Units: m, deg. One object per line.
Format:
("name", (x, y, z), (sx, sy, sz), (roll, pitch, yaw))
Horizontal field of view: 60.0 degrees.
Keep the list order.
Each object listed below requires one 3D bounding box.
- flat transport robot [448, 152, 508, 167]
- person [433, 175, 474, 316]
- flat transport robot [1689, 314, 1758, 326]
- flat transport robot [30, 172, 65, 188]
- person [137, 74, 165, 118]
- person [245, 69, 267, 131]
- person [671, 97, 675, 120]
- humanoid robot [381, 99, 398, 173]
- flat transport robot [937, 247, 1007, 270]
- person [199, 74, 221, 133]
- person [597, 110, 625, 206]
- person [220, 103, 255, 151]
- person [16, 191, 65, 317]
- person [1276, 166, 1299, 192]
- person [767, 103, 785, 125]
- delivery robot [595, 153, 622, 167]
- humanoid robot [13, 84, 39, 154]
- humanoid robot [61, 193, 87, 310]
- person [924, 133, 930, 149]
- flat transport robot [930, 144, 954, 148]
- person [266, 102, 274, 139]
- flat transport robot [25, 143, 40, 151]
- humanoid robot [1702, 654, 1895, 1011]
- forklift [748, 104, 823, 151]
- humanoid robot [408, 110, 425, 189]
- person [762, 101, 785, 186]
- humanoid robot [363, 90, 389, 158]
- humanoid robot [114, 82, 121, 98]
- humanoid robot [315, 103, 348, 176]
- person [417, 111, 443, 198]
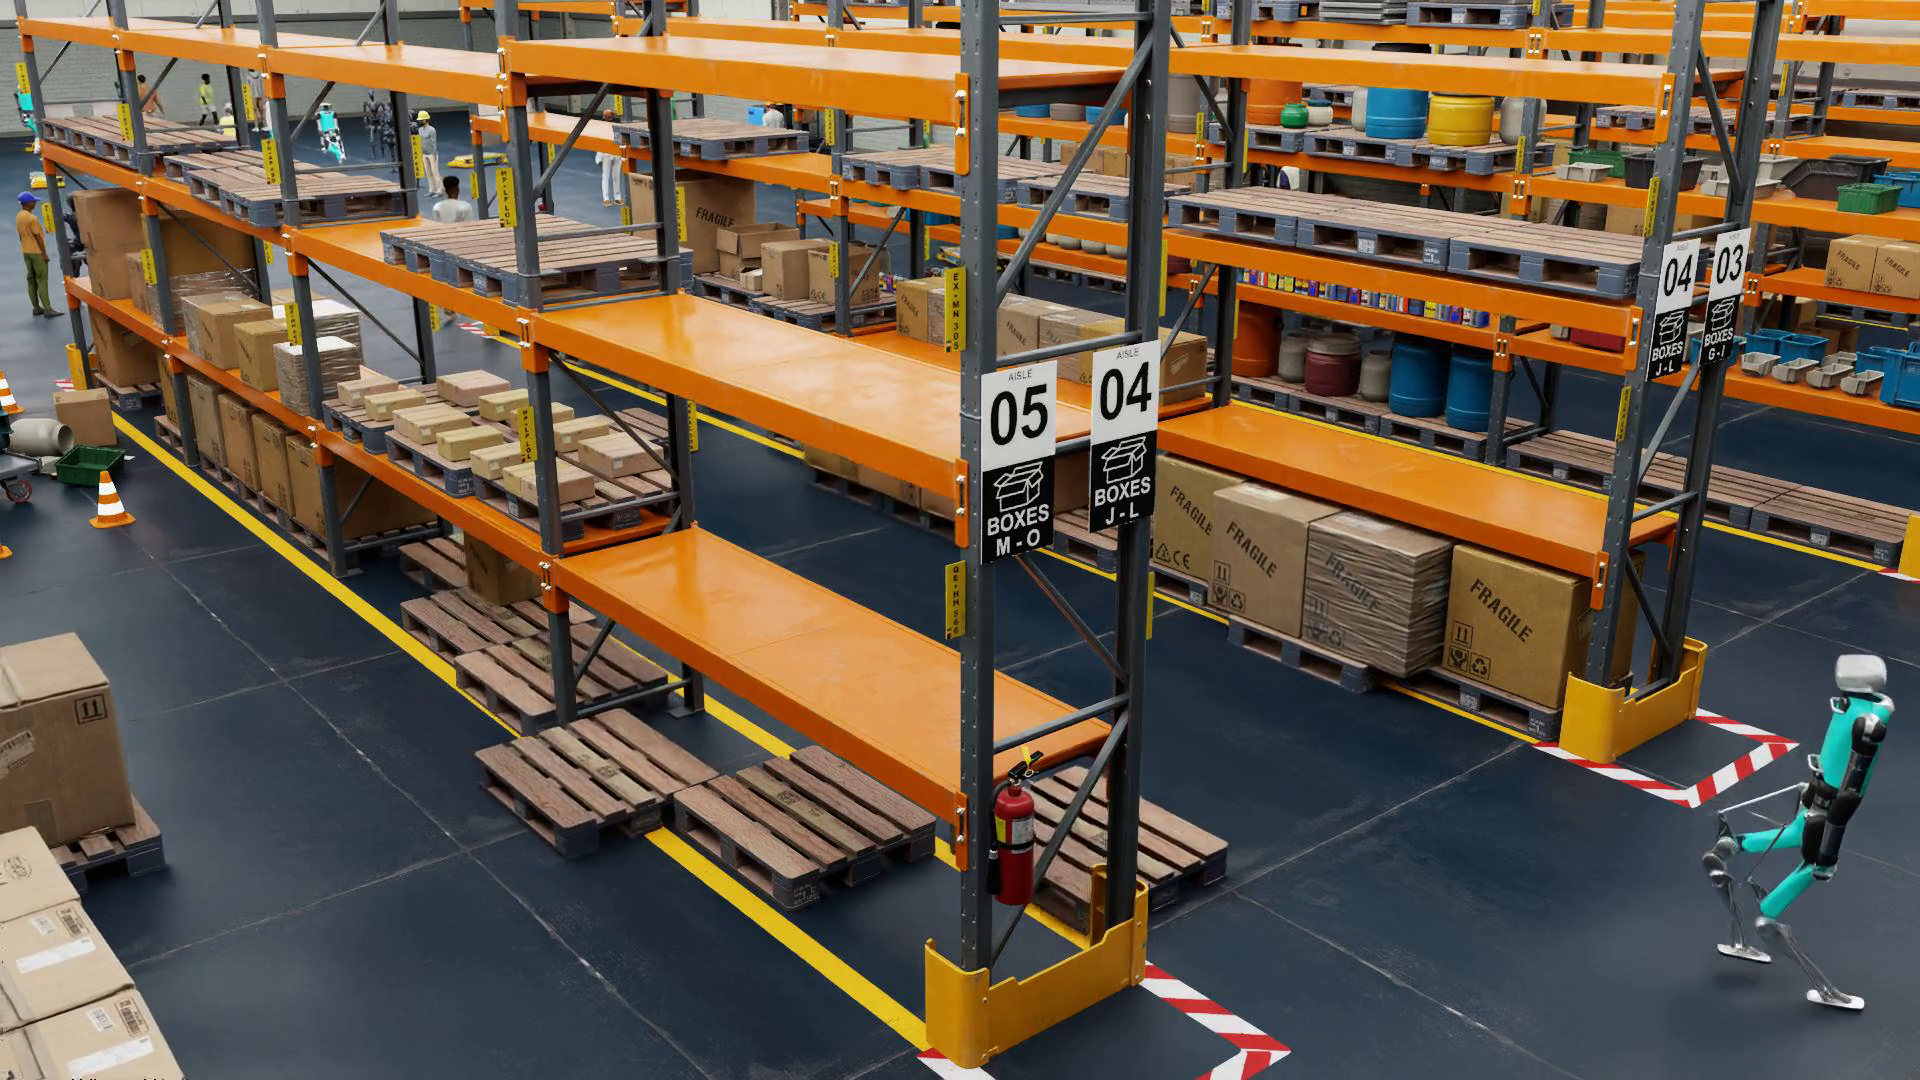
("flat transport robot", (-11.507, -9.111, 39.867), (0.659, 0.231, 1.431), (11, 22, 28))
("person", (-7.000, -4.063, 22.998), (0.597, 1.930, 0.899), (8, 21, 21))
("flat transport robot", (10.020, -2.923, 22.255), (0.659, 0.231, 1.431), (-15, 24, -36))
("flat transport robot", (-19.979, -7.898, 36.413), (0.659, 0.231, 1.431), (-10, 22, -26))
("person", (-21.343, -11.273, 43.653), (0.463, 1.834, 0.839), (17, 26, 40))
("person", (-20.075, -12.608, 47.414), (0.402, 1.870, 0.494), (13, 23, 33))
("person", (-7.213, -10.300, 40.772), (0.489, 1.928, 1.037), (-6, 20, -16))
("humanoid robot", (-13.020, -9.273, 38.199), (0.603, 1.653, 0.338), (4, 20, 12))
("flat transport robot", (0.188, -4.540, 26.857), (0.659, 0.231, 1.431), (-7, 21, -20))
("person", (-21.047, -12.214, 46.599), (0.834, 1.648, 0.556), (5, 20, 13))
("person", (-6.964, -7.623, 33.195), (0.582, 1.882, 0.340), (-15, 25, -37))
("person", (-15.246, -8.276, 35.126), (0.509, 1.838, 1.010), (2, 20, 7))
("person", (-12.762, -3.952, 22.998), (0.457, 1.717, 0.351), (11, 22, 28))
("person", (5.343, -5.489, 27.199), (0.395, 1.837, 0.557), (11, 22, 28))
("person", (-4.130, -9.131, 37.683), (0.434, 1.757, 0.546), (2, 19, 6))
("delivery robot", (-8.354, -9.190, 39.650), (0.499, 0.589, 0.790), (-12, 23, -31))
("humanoid robot", (-23.218, -10.553, 41.760), (0.556, 1.792, 0.858), (-1, 19, -2))
("humanoid robot", (-12.363, -4.054, 23.386), (0.482, 1.654, 0.609), (18, 26, 41))
("person", (-0.795, -7.444, 32.896), (0.483, 1.741, 0.314), (11, 22, 29))
("flat transport robot", (-0.588, -7.580, 35.508), (0.659, 0.231, 1.431), (-8, 21, -22))
("person", (-15.922, -9.591, 38.808), (0.501, 1.877, 0.948), (-2, 19, -7))
("flat transport robot", (-23.116, -10.096, 42.669), (1.431, 0.231, 0.659), (2, 19, 6))
("humanoid robot", (3.920, 1.361, 7.879), (0.889, 1.791, 0.548), (7, 21, 20))
("forklift", (-4.526, -11.368, 42.374), (1.129, 2.768, 1.873), (-15, 24, -37))
("humanoid robot", (-11.690, -8.367, 35.616), (0.322, 1.652, 0.601), (5, 20, 14))
("person", (-4.050, -8.668, 36.166), (0.578, 1.886, 0.400), (-12, 23, -30))
("humanoid robot", (-14.362, -10.232, 40.951), (0.600, 1.640, 0.559), (-3, 20, -9))
("humanoid robot", (-22.605, -11.844, 45.508), (0.542, 1.772, 1.037), (1, 19, 4))
("humanoid robot", (-13.646, -8.655, 36.445), (1.052, 1.763, 0.543), (13, 23, 32))
("person", (-10.980, -7.961, 34.350), (0.515, 1.757, 0.333), (13, 23, 33))
